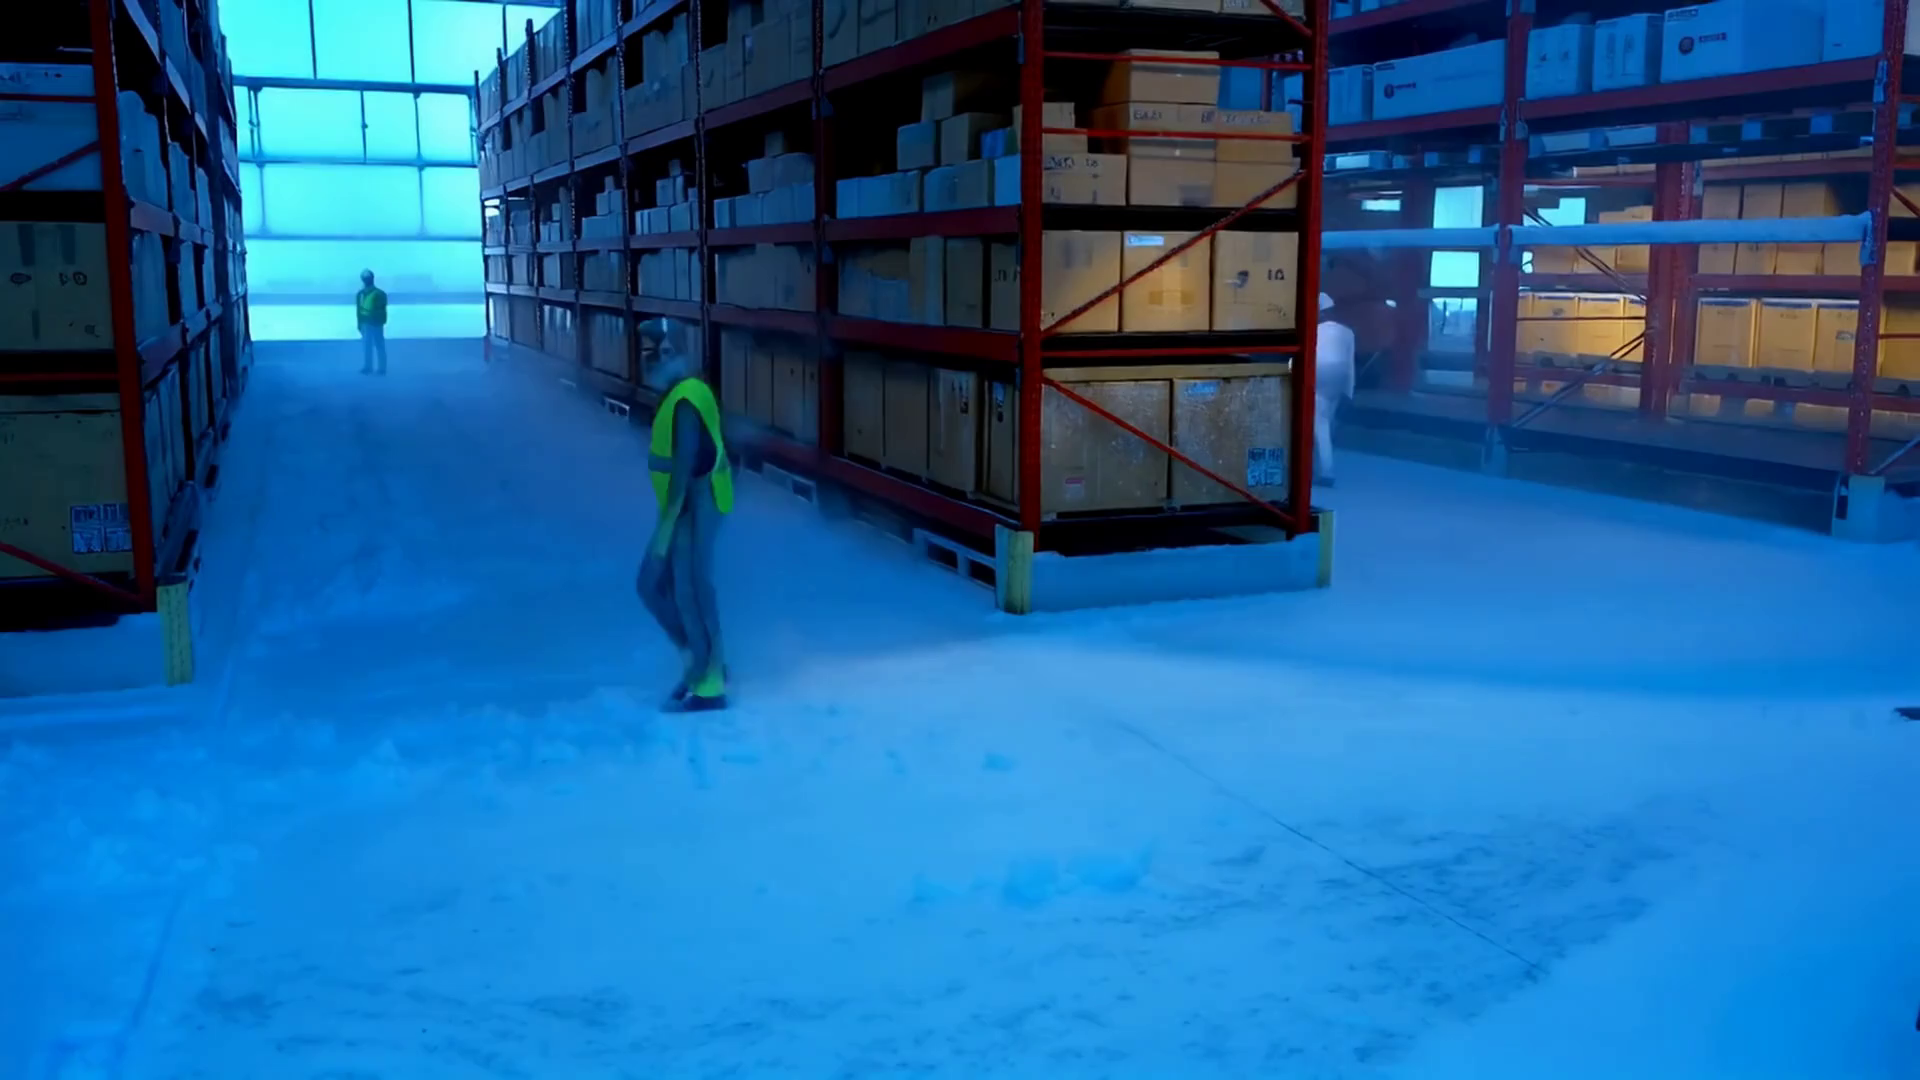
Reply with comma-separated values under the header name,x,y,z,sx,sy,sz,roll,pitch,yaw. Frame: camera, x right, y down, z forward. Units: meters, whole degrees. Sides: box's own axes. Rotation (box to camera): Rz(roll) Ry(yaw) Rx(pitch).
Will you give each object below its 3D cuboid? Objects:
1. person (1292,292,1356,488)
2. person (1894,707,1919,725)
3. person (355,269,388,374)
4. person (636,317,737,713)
name,x,y,z,sx,sy,sz,roll,pitch,yaw
person,3.312,-1.409,15.541,0.626,1.788,0.890,-4,10,-20
person,4.506,-0.094,7.374,0.642,1.900,0.400,-3,10,-18
person,-10.937,-4.046,30.888,0.615,1.945,0.405,2,10,12
person,-1.271,-0.103,7.635,0.472,1.824,0.583,-3,10,-19
